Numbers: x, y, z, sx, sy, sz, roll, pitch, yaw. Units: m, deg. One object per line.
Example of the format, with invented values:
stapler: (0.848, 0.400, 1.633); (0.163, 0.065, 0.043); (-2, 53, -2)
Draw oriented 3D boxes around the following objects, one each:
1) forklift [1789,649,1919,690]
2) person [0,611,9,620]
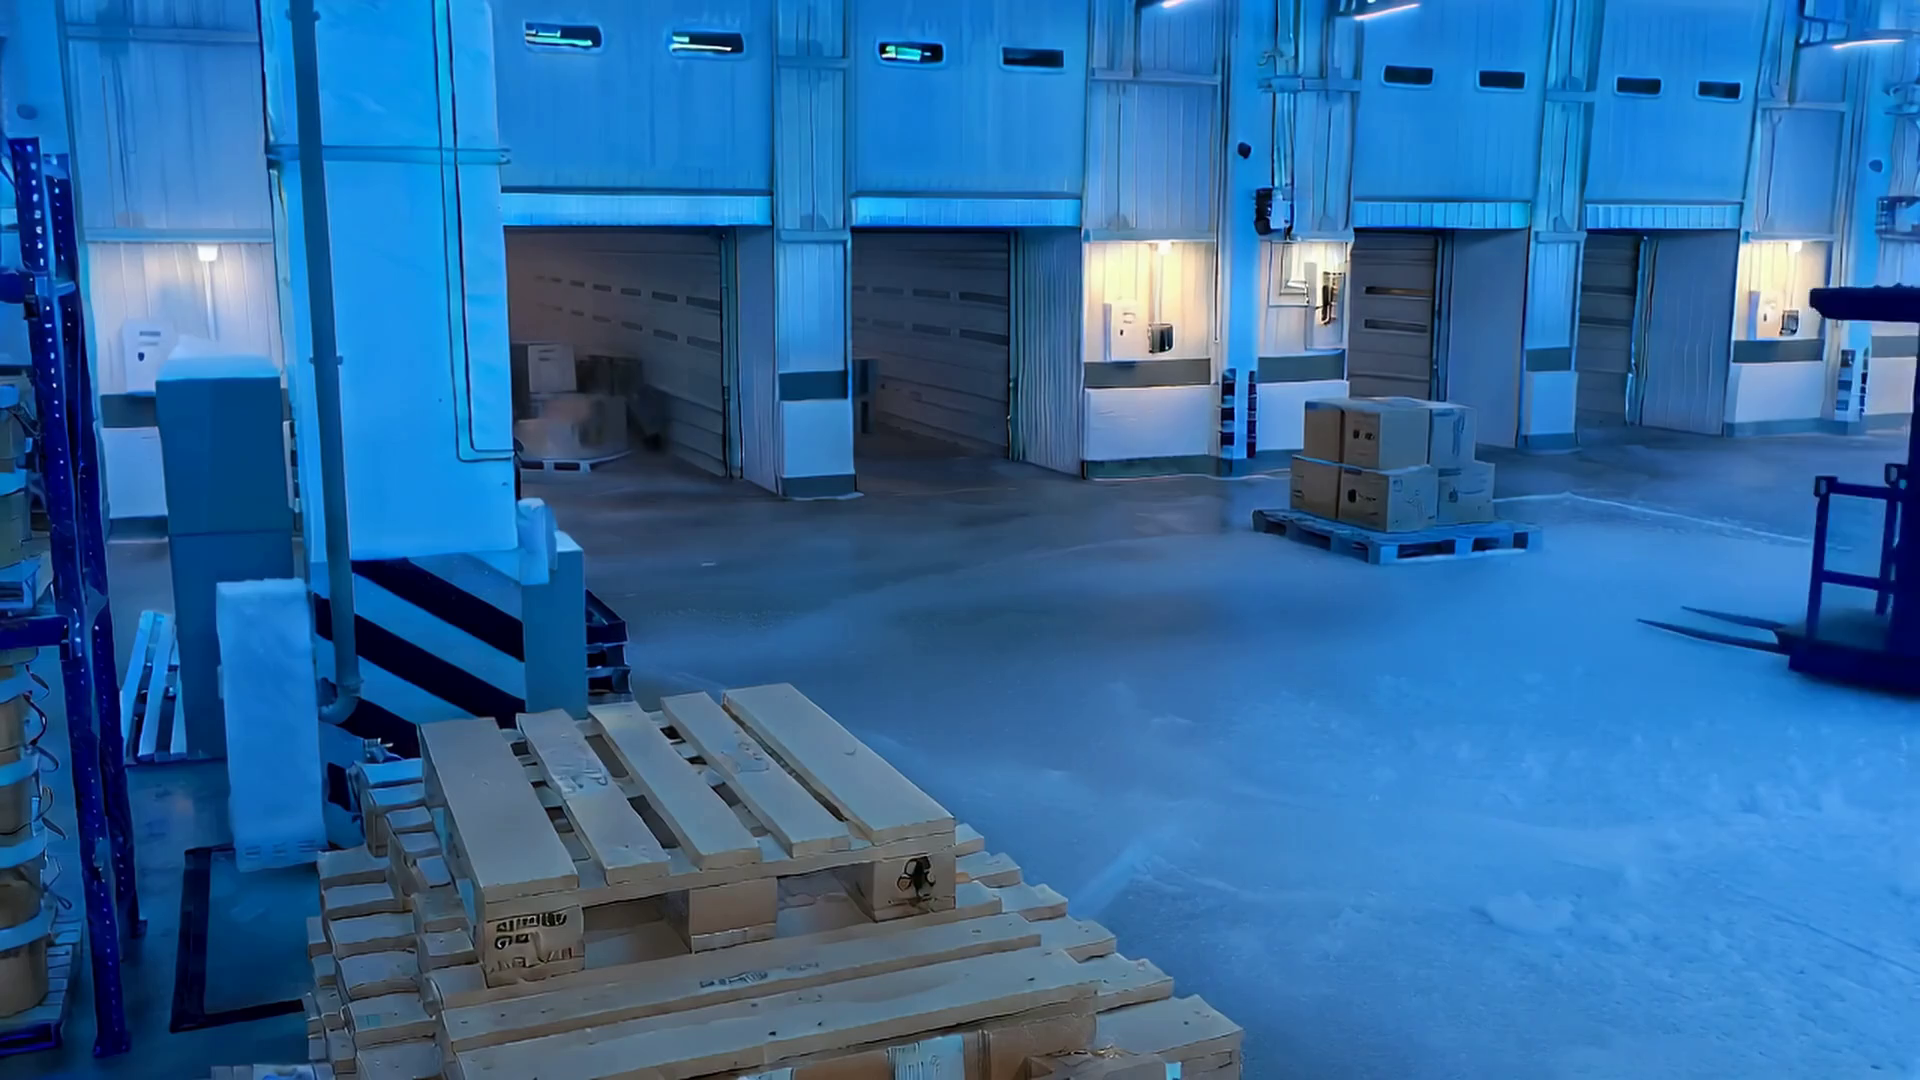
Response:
forklift: (6.205, -0.471, 9.782); (1.129, 2.768, 1.873); (-8, 13, -38)
person: (-4.951, 0.299, 8.159); (0.542, 1.931, 0.366); (-7, 12, -34)
